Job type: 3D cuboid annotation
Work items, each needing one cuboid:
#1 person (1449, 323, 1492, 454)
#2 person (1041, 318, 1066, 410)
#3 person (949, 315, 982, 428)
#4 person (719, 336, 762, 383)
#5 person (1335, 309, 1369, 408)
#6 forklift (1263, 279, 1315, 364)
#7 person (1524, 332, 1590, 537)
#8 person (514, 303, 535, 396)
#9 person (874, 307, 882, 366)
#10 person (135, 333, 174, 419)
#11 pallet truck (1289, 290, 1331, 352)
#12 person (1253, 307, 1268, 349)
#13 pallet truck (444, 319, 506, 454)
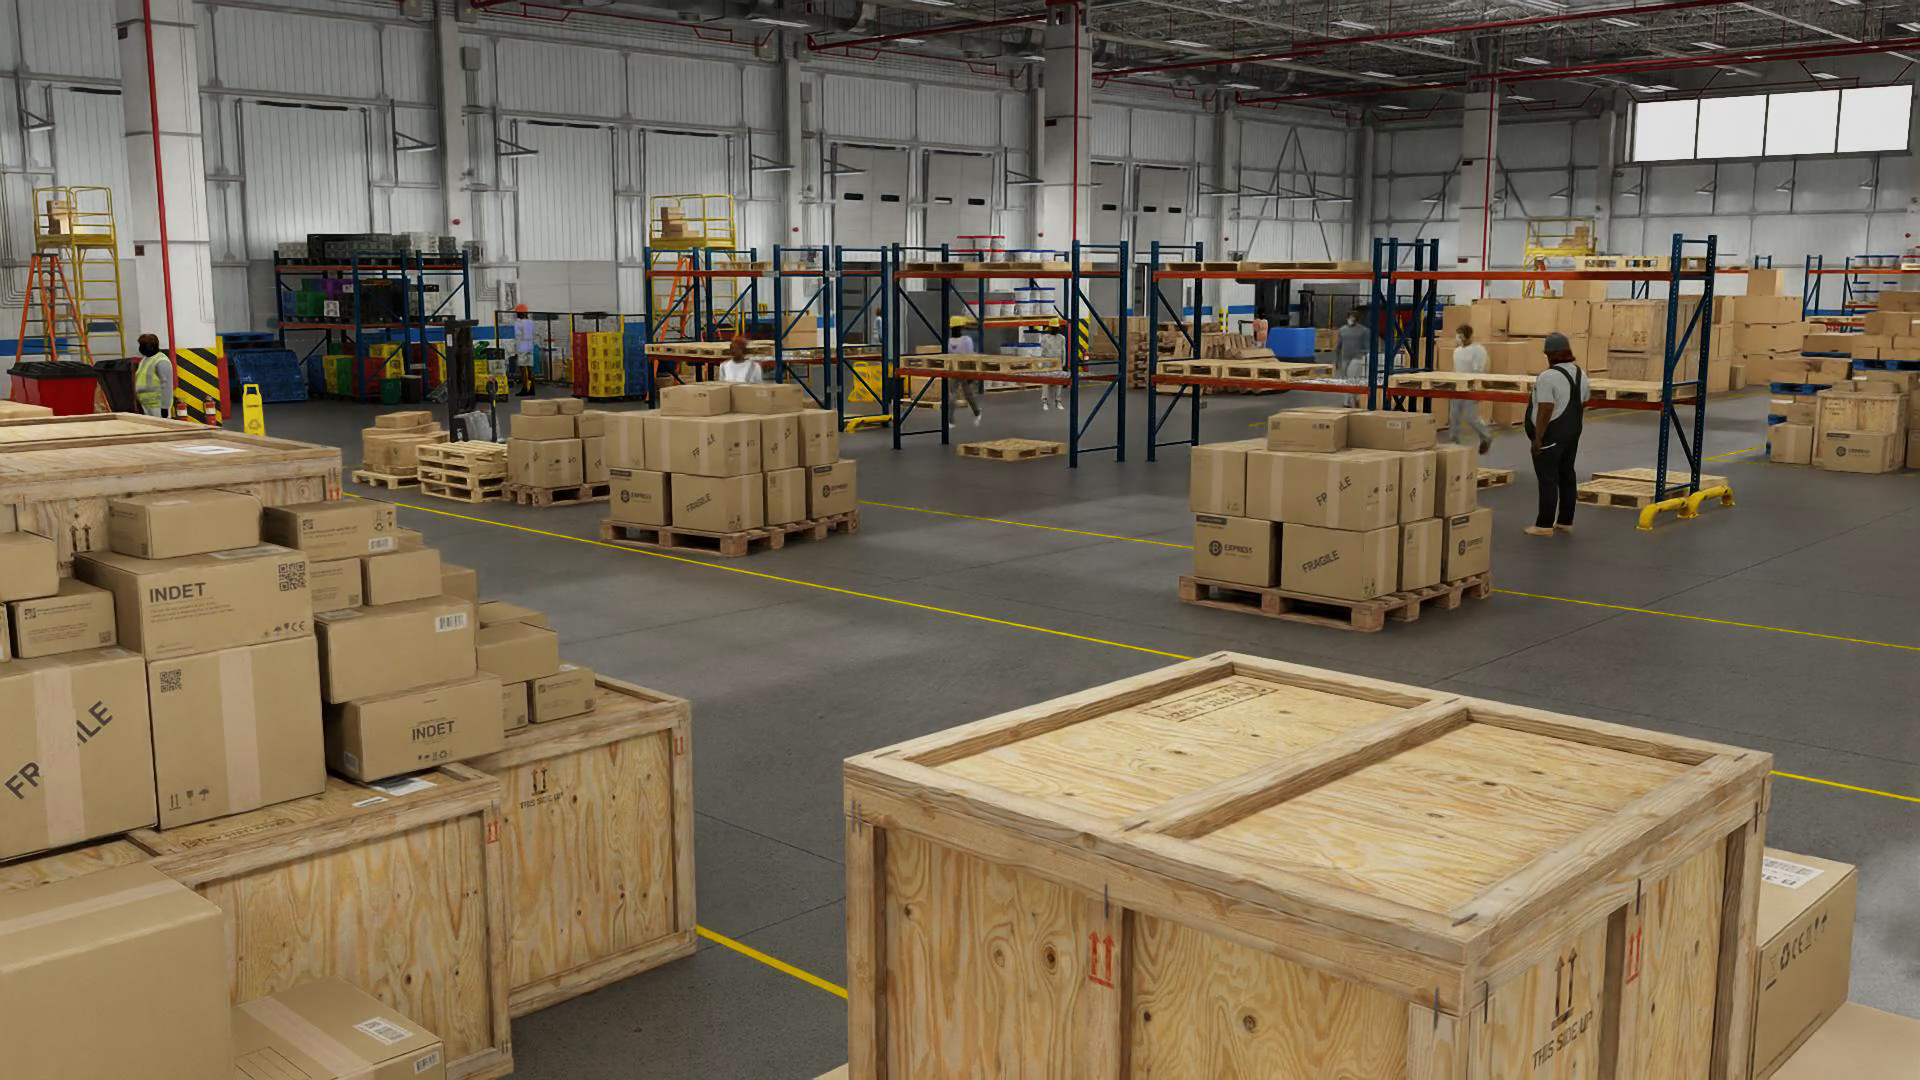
[{"bbox_3d":[7.123,-2.084,23.331,0.795,1.898,0.650,-5,11,-29],"label":"person"},{"bbox_3d":[1.766,-3.315,31.371,0.485,1.738,0.321,-2,10,-13],"label":"person"},{"bbox_3d":[0.031,-2.813,27.819,0.585,1.894,0.826,7,11,35],"label":"person"},{"bbox_3d":[-2.677,-1.589,20.445,0.579,1.858,0.874,4,10,22],"label":"person"},{"bbox_3d":[7.403,-3.391,31.338,0.638,1.910,0.890,8,12,40],"label":"person"},{"bbox_3d":[8.560,-6.090,44.881,1.873,2.768,1.129,9,13,43],"label":"forklift"},{"bbox_3d":[5.900,-1.058,16.600,0.688,2.000,0.536,-6,11,-34],"label":"person"},{"bbox_3d":[-9.103,-3.964,34.720,0.347,1.943,0.545,5,10,27],"label":"person"},{"bbox_3d":[-2.146,-5.386,44.399,0.315,1.633,0.522,0,9,-2],"label":"person"},{"bbox_3d":[-10.296,-1.719,21.278,0.620,1.840,0.430,9,13,42],"label":"person"},{"bbox_3d":[11.297,-6.951,52.861,1.885,1.965,0.823,-5,11,-29],"label":"pallet truck"},{"bbox_3d":[7.581,-5.024,41.967,0.537,1.695,0.320,-9,13,-43],"label":"person"},{"bbox_3d":[-6.981,-1.942,22.150,1.885,1.965,0.823,1,9,9],"label":"pallet truck"}]
